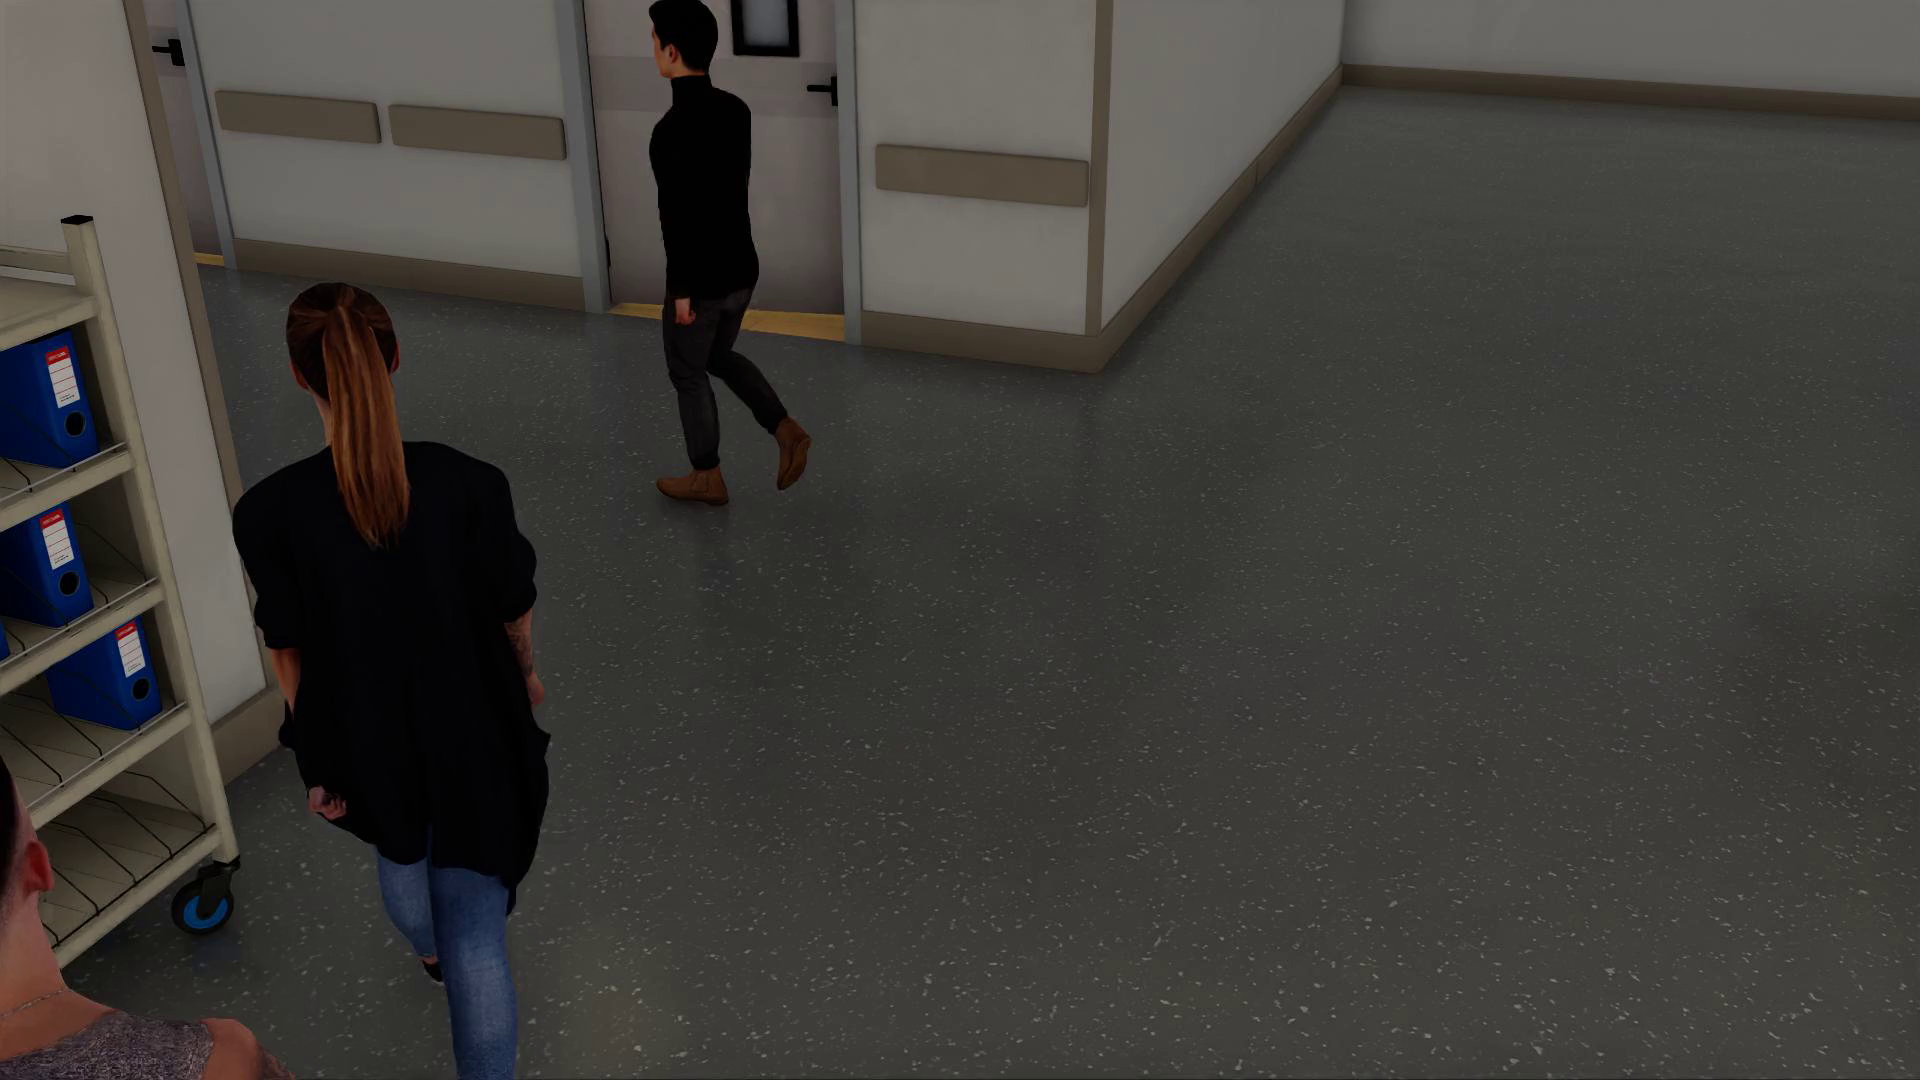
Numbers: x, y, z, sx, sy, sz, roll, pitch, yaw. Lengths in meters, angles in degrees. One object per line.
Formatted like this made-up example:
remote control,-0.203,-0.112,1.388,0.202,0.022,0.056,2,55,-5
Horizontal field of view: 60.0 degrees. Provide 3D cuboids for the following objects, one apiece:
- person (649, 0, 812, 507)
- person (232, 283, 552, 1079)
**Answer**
person,-0.779,-0.902,5.528,0.757,1.710,0.784,12,28,24
person,-0.919,0.424,2.870,1.017,1.630,1.197,-6,26,-11
